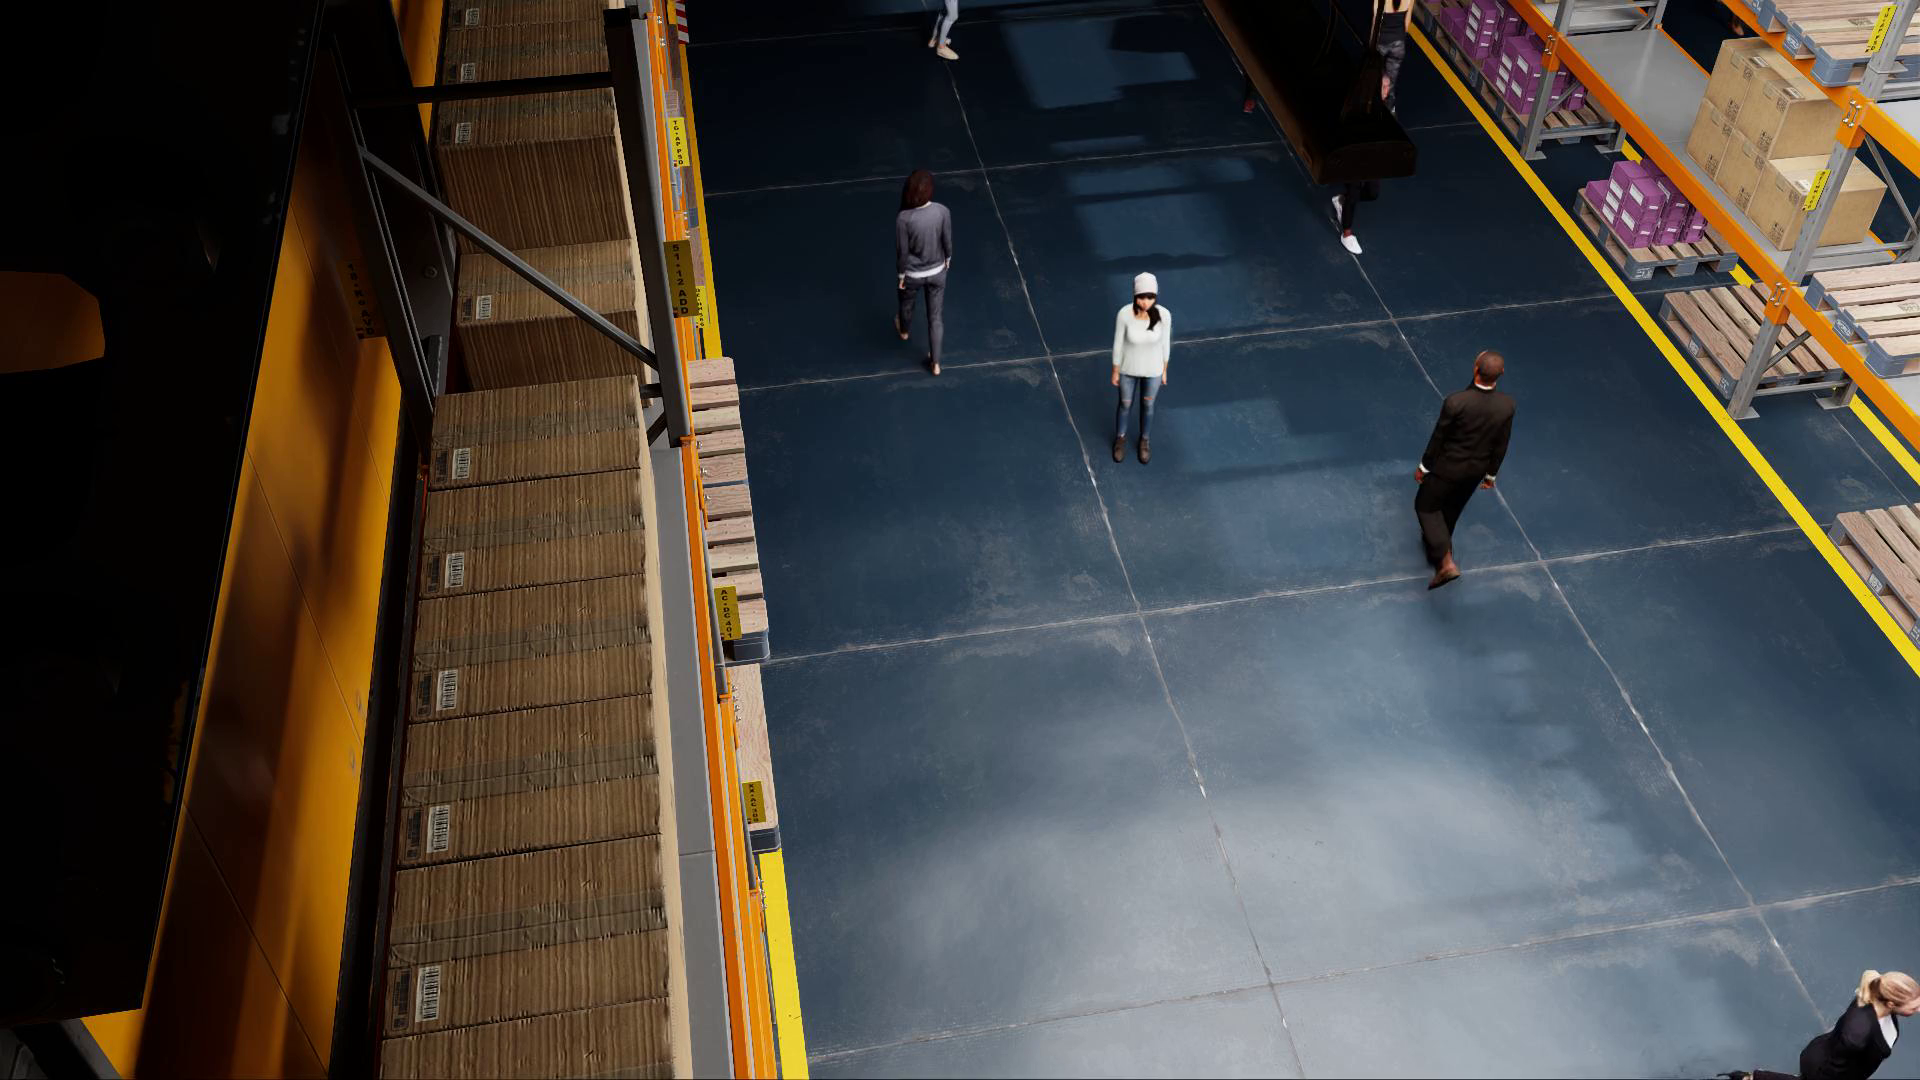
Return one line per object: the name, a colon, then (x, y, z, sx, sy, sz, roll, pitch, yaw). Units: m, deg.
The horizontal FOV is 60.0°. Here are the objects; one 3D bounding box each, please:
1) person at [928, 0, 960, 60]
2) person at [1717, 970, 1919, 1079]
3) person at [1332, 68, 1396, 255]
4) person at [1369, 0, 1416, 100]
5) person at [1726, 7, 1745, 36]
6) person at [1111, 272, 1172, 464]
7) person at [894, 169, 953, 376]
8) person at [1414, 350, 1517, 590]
person: (-0.150, -5.693, 16.931, 0.862, 1.739, 0.576, -9, 44, -9)
person: (4.234, 2.582, 8.281, 0.942, 1.689, 0.860, 33, 53, 30)
person: (3.451, -3.351, 14.488, 0.716, 1.718, 0.866, -17, 46, -17)
person: (4.094, -4.608, 15.836, 0.697, 1.679, 1.195, -1, 44, -1)
person: (8.372, -6.291, 17.499, 0.659, 1.822, 0.861, -6, 44, -6)
person: (1.340, -1.291, 12.377, 0.606, 1.647, 0.550, 1, 44, 1)
person: (-0.266, -2.071, 13.129, 0.654, 1.740, 0.975, -10, 45, -10)
person: (3.404, -0.438, 11.311, 0.761, 1.883, 1.053, -3, 44, -3)
